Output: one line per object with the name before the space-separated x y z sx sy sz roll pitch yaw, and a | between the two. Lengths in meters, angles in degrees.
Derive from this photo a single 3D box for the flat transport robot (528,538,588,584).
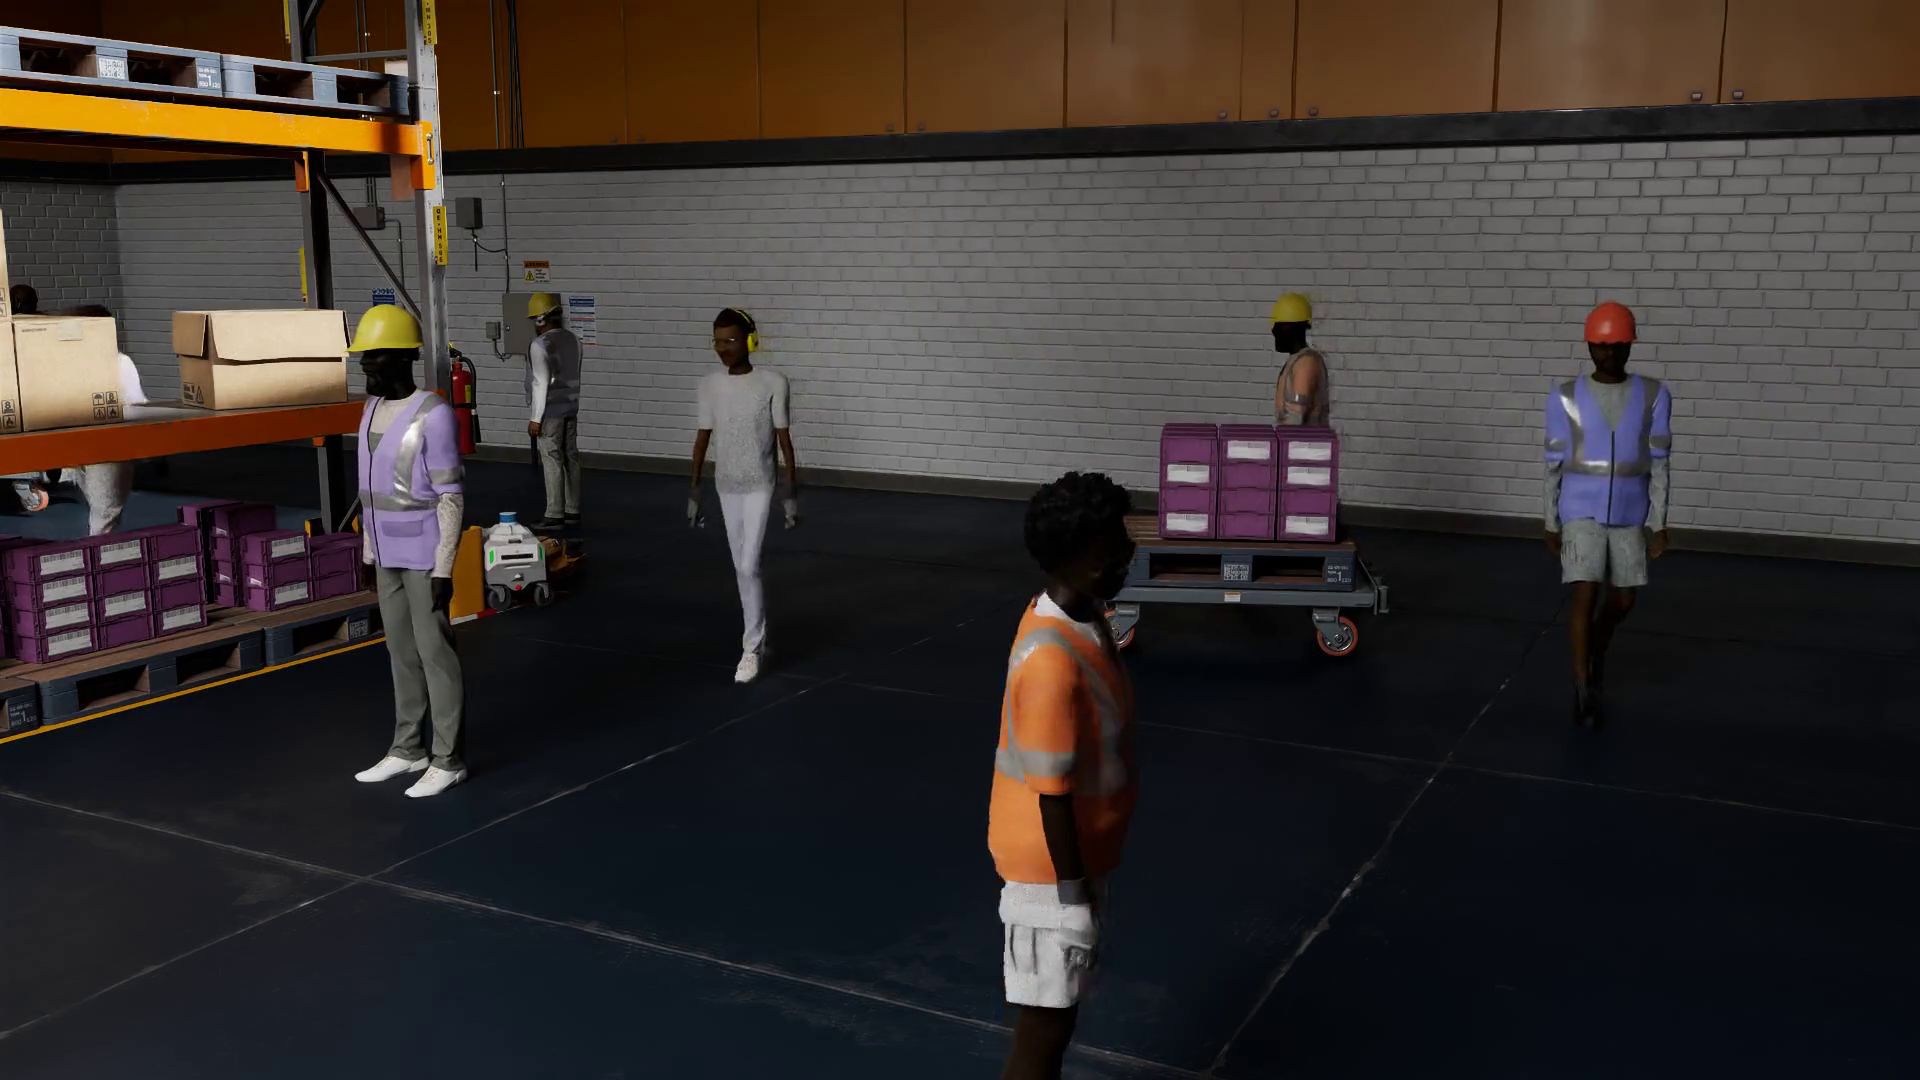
flat transport robot | -3.244 0.116 10.922 1.431 0.197 0.652 1 10 6

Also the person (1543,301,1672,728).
person | 2.954 -0.146 7.674 0.545 1.918 0.775 2 10 11

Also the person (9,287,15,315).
person | -8.873 -1.479 15.741 0.474 1.814 0.717 1 10 9

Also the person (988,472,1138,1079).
person | 0.220 0.686 3.563 0.317 1.675 0.624 1 10 8

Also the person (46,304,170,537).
person | -5.104 -0.504 10.023 0.640 1.816 0.702 3 10 18

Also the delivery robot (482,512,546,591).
delivery robot | -2.729 0.072 10.081 0.477 0.478 0.707 -4 10 -22

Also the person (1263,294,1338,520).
person | 1.969 -0.533 10.022 0.980 1.873 0.612 0 10 2

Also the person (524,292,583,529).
person | -3.148 -0.992 12.847 0.403 1.823 0.588 3 10 19

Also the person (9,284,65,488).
person | -8.426 -1.387 15.084 0.429 1.844 0.626 3 10 18

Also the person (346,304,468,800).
person | -2.170 0.048 6.524 0.585 1.929 0.377 8 13 40

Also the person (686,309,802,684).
person | -1.113 -0.216 8.274 0.564 1.839 0.716 3 10 18
